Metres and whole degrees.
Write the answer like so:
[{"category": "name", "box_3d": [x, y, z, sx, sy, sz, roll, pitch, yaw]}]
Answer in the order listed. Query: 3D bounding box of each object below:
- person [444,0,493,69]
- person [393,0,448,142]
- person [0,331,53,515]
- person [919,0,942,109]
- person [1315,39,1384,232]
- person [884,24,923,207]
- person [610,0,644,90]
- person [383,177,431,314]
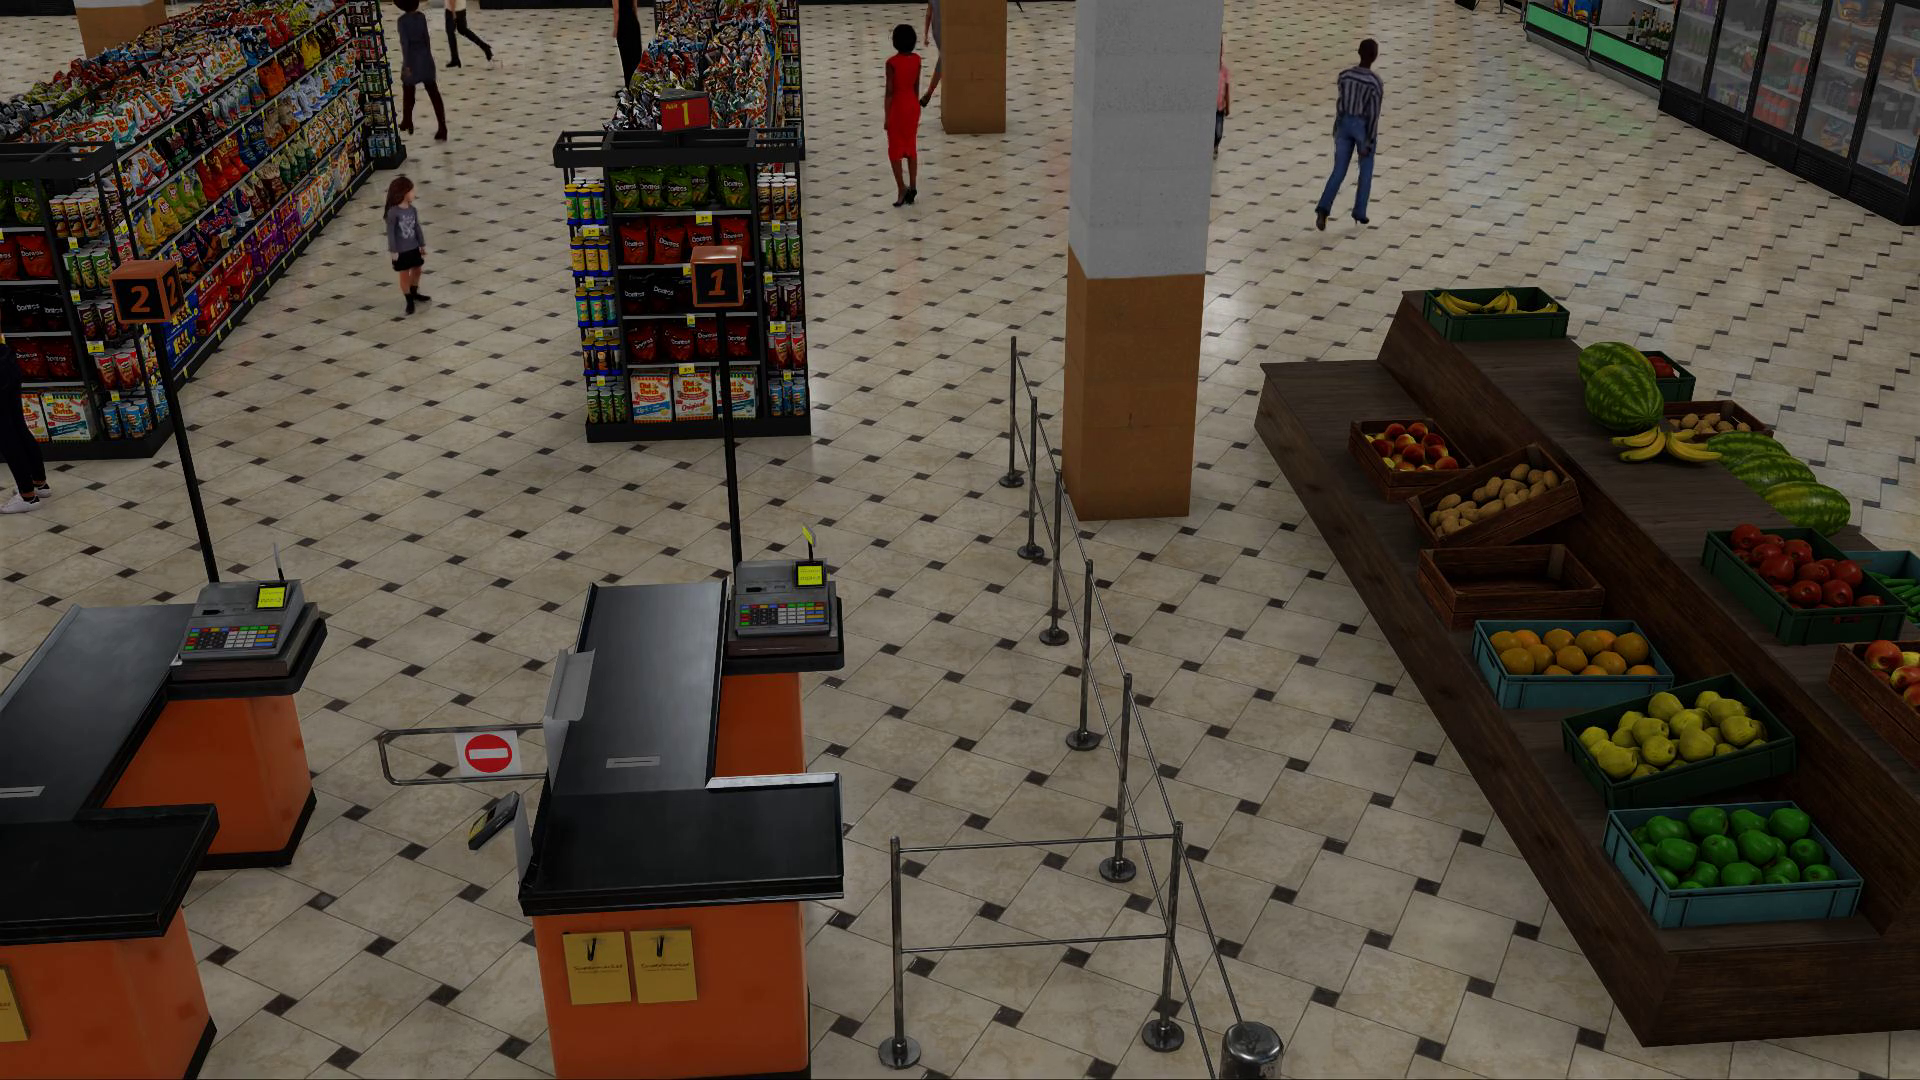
[{"category": "person", "box_3d": [-6.711, -7.136, 22.373, 0.809, 1.568, 0.912, 4, 27, 9]}, {"category": "person", "box_3d": [-6.007, -5.307, 18.639, 1.043, 1.683, 1.017, 18, 32, 32]}, {"category": "person", "box_3d": [-5.872, -0.959, 10.125, 0.626, 1.628, 0.432, -2, 27, -4]}, {"category": "person", "box_3d": [-0.116, -6.087, 20.131, 1.101, 1.724, 1.142, 24, 35, 38]}, {"category": "person", "box_3d": [3.597, -3.682, 15.348, 1.075, 1.762, 1.171, 18, 32, 32]}, {"category": "person", "box_3d": [-0.543, -4.150, 16.288, 0.676, 1.745, 0.703, -22, 34, -37]}, {"category": "person", "box_3d": [-4.201, -6.472, 21.025, 0.717, 1.603, 0.642, 18, 32, 31]}, {"category": "person", "box_3d": [-4.547, -2.402, 13.565, 0.639, 1.092, 0.547, 23, 35, 38]}]
